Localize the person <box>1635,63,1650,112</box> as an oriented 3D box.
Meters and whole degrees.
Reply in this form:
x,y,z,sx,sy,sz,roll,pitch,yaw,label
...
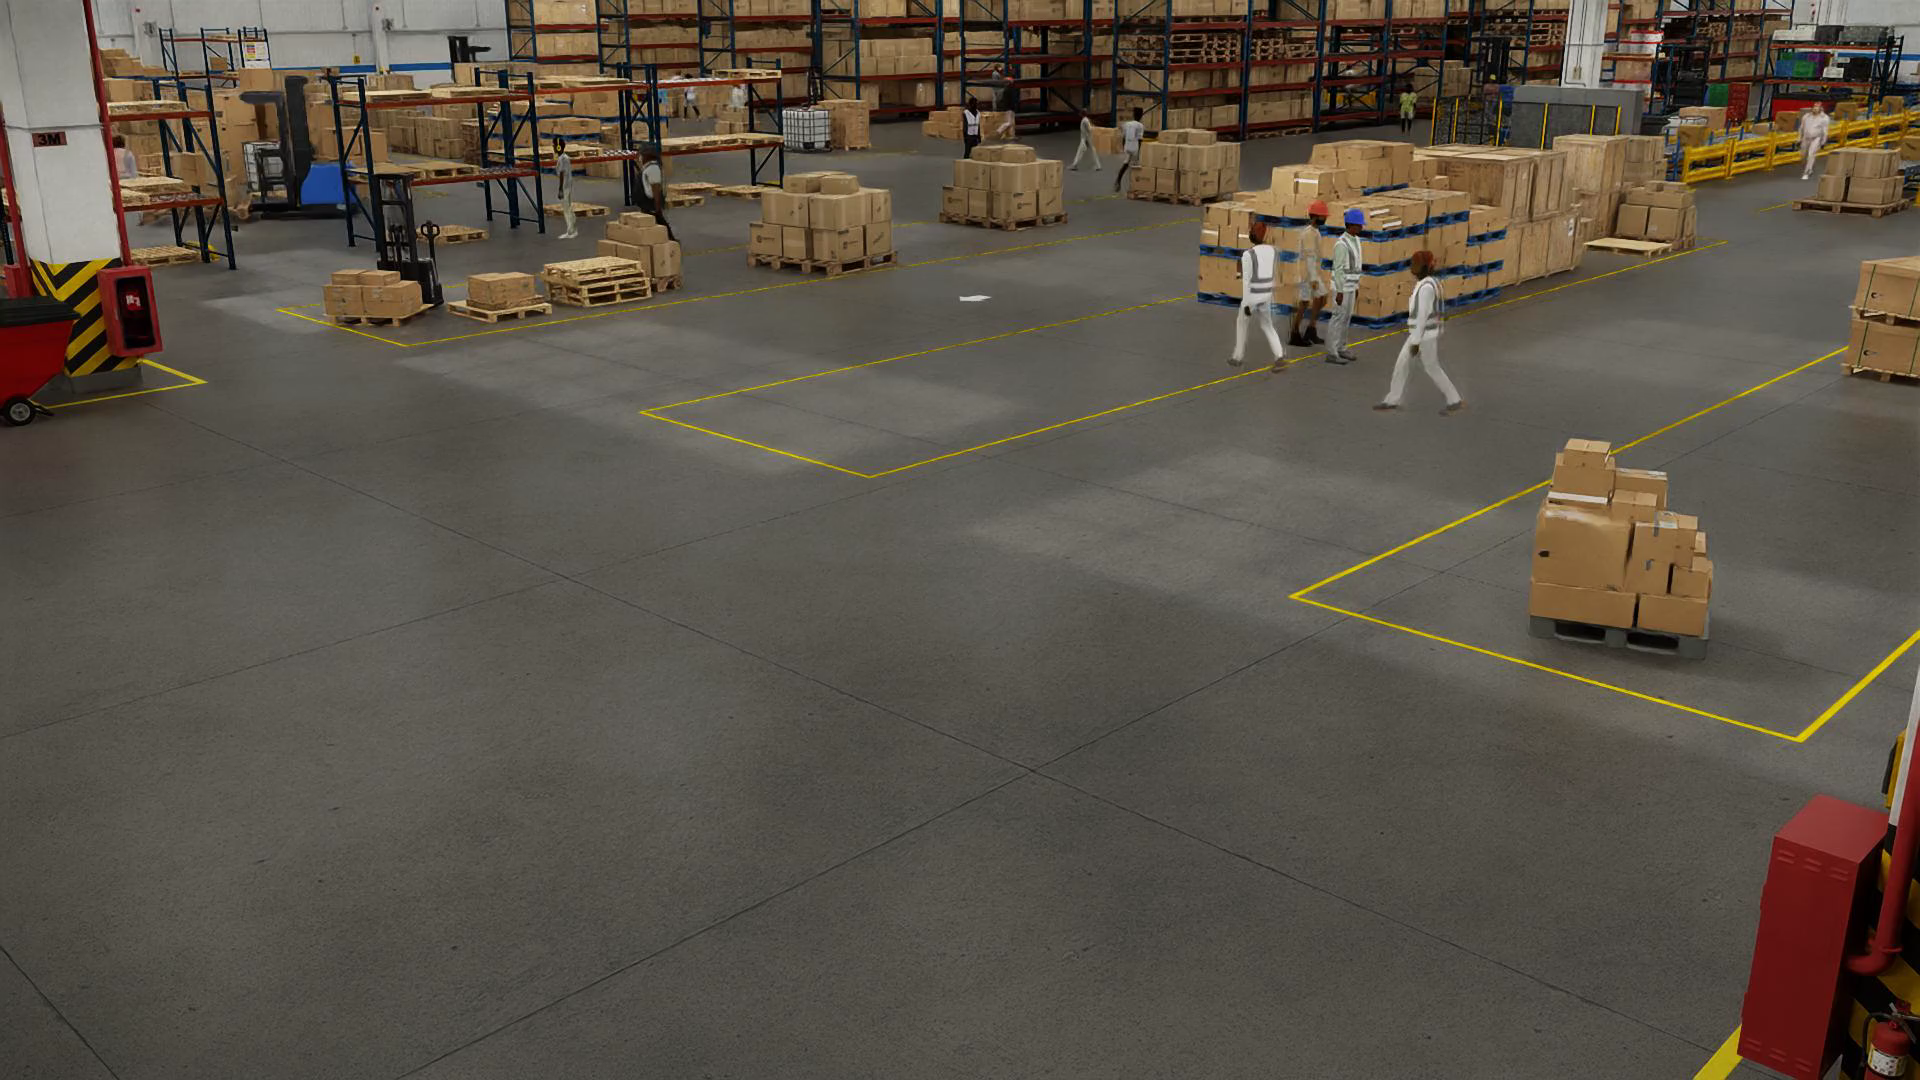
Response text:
x,y,z,sx,sy,sz,roll,pitch,yaw,label
25.708,-17.057,62.768,0.985,1.867,0.636,-13,23,-35,person

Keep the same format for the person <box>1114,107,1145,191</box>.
x,y,z,sx,sy,sz,roll,pitch,yaw,label
3.963,-9.076,38.620,0.636,1.929,0.897,16,24,40,person

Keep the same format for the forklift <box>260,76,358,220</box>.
x,y,z,sx,sy,sz,roll,pitch,yaw,label
-13.464,-8.053,34.044,1.873,2.768,1.129,-6,19,-18,forklift

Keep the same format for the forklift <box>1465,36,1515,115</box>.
x,y,z,sx,sy,sz,roll,pitch,yaw,label
19.973,-17.201,61.605,1.873,2.768,1.129,16,24,40,forklift

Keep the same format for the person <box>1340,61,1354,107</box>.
x,y,z,sx,sy,sz,roll,pitch,yaw,label
14.605,-17.193,63.113,0.842,1.907,0.547,13,22,33,person

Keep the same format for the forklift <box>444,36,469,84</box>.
x,y,z,sx,sy,sz,roll,pitch,yaw,label
-18.776,-17.499,62.503,1.129,2.768,1.873,17,25,41,forklift

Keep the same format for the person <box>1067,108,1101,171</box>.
x,y,z,sx,sy,sz,roll,pitch,yaw,label
3.256,-10.327,42.915,0.879,1.586,0.524,6,19,16,person

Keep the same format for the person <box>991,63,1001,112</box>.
x,y,z,sx,sy,sz,roll,pitch,yaw,label
1.337,-16.360,60.545,0.372,1.940,0.630,2,19,7,person

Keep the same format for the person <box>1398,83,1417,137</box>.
x,y,z,sx,sy,sz,roll,pitch,yaw,label
14.130,-13.580,52.578,0.539,1.683,0.369,5,19,16,person

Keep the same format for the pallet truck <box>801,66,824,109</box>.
x,y,z,sx,sy,sz,roll,pitch,yaw,label
-4.812,-15.182,56.903,0.823,1.965,1.885,-9,21,-26,pallet truck

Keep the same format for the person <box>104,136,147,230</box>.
x,y,z,sx,sy,sz,roll,pitch,yaw,label
-16.419,-7.003,32.598,0.628,1.794,0.963,-1,18,-3,person

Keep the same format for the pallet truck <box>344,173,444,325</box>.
x,y,z,sx,sy,sz,roll,pitch,yaw,label
-8.209,-4.181,23.757,0.823,1.965,1.885,3,19,9,pallet truck

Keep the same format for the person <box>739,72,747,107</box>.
x,y,z,sx,sy,sz,roll,pitch,yaw,label
-7.229,-14.654,55.431,0.391,1.929,0.551,-7,20,-20,person

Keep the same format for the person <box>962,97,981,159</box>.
x,y,z,sx,sy,sz,roll,pitch,yaw,label
0.292,-10.214,42.057,0.391,1.920,0.593,17,25,41,person

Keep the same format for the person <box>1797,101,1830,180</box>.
x,y,z,sx,sy,sz,roll,pitch,yaw,label
21.053,-9.874,41.071,0.619,1.892,0.660,-15,24,-38,person

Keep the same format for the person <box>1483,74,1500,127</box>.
x,y,z,sx,sy,sz,roll,pitch,yaw,label
18.070,-14.926,56.519,0.528,1.750,0.524,0,18,1,person

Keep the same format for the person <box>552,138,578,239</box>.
x,y,z,sx,sy,sz,roll,pitch,yaw,label
-7.453,-6.619,31.328,0.334,1.861,0.497,0,18,-1,person

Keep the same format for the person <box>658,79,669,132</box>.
x,y,z,sx,sy,sz,roll,pitch,yaw,label
-9.738,-14.194,54.394,0.315,1.696,0.541,5,19,14,person

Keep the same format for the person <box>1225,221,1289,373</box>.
x,y,z,sx,sy,sz,roll,pitch,yaw,label
3.680,-2.970,20.357,0.576,1.849,0.923,-10,21,-27,person

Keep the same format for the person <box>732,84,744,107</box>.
x,y,z,sx,sy,sz,roll,pitch,yaw,label
-6.767,-13.218,51.138,0.994,1.892,0.656,5,19,16,person

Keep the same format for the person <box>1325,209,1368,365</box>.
x,y,z,sx,sy,sz,roll,pitch,yaw,label
4.840,-3.169,20.811,0.415,1.940,0.601,11,21,29,person

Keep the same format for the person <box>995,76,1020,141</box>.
x,y,z,sx,sy,sz,roll,pitch,yaw,label
1.450,-13.257,51.177,0.745,1.949,0.639,-7,20,-20,person

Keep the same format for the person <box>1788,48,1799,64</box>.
x,y,z,sx,sy,sz,roll,pitch,yaw,label
42.034,-24.098,83.853,0.690,1.943,0.500,-11,21,-29,person

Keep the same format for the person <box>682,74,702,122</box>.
x,y,z,sx,sy,sz,roll,pitch,yaw,label
-9.458,-15.544,58.503,0.805,1.670,0.525,14,23,35,person

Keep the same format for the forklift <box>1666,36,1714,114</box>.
x,y,z,sx,sy,sz,roll,pitch,yaw,label
27.341,-17.291,61.877,1.129,2.768,1.873,17,25,41,forklift

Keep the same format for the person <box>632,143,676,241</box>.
x,y,z,sx,sy,sz,roll,pitch,yaw,label
-5.421,-5.960,29.052,1.044,2.000,0.693,-4,19,-13,person

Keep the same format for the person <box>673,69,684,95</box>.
x,y,z,sx,sy,sz,roll,pitch,yaw,label
-10.585,-17.027,63.075,0.536,1.593,0.835,13,23,35,person

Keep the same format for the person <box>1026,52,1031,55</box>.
x,y,z,sx,sy,sz,roll,pitch,yaw,label
3.275,-22.298,78.749,0.510,1.727,0.424,-15,24,-39,person

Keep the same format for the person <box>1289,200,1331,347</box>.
x,y,z,sx,sy,sz,roll,pitch,yaw,label
4.633,-3.471,21.753,0.607,1.917,0.562,8,20,24,person

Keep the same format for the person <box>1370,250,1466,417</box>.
x,y,z,sx,sy,sz,roll,pitch,yaw,label
5.124,-2.260,18.238,0.993,1.840,0.584,2,19,7,person

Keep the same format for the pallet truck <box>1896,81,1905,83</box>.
x,y,z,sx,sy,sz,roll,pitch,yaw,label
34.802,-16.331,61.455,0.653,1.274,1.630,17,25,41,pallet truck
